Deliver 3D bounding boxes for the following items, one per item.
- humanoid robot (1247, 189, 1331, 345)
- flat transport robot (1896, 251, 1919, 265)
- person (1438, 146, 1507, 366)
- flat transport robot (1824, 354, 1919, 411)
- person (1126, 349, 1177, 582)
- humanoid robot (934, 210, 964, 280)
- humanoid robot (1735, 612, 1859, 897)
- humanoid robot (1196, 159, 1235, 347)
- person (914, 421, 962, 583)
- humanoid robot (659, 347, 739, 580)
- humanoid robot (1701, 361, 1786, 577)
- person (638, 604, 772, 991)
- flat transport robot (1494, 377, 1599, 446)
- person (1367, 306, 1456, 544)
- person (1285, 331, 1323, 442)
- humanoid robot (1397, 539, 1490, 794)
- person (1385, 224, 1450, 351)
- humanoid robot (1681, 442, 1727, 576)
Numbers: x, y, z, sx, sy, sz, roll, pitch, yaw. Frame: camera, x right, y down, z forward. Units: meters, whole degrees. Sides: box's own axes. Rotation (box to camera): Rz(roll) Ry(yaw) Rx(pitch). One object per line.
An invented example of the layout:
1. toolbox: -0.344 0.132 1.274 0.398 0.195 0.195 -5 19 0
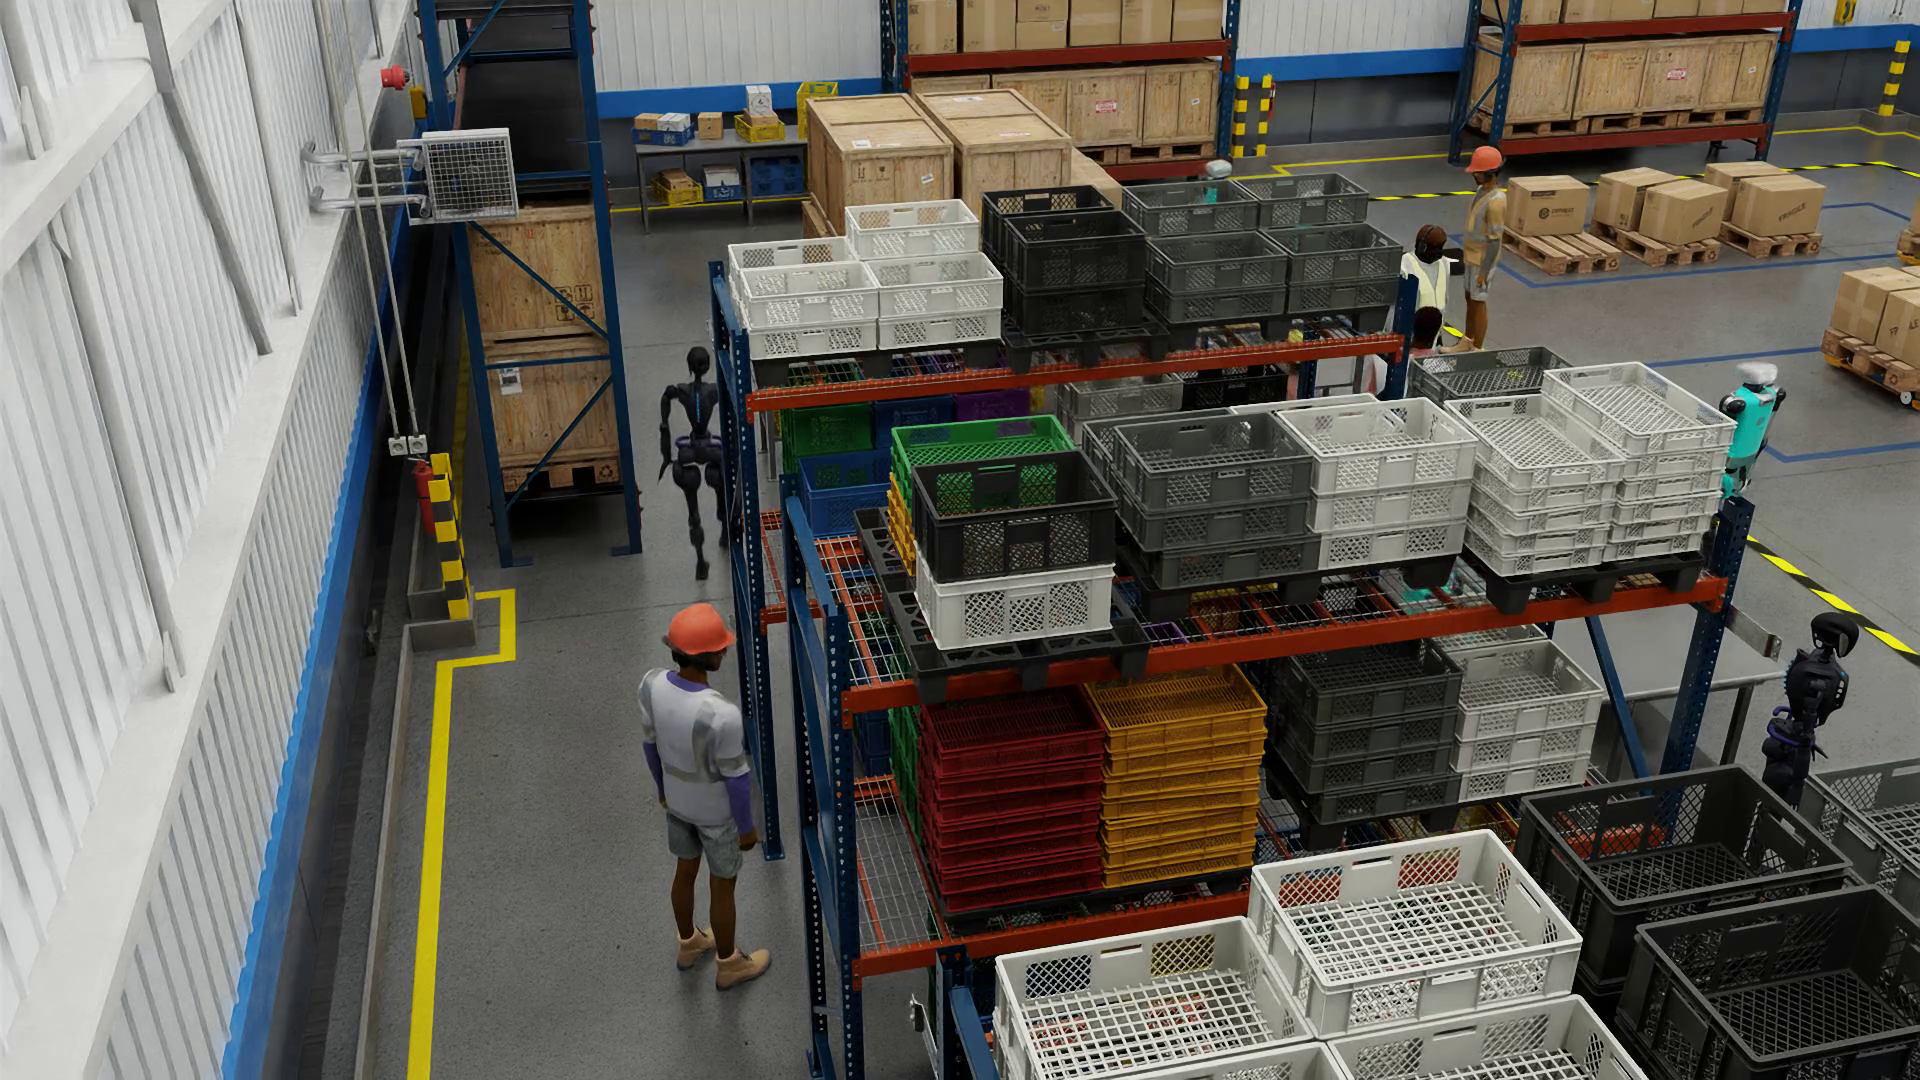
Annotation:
1. humanoid robot: 2.853 -2.153 14.584 0.824 1.804 0.543 -7 29 -14
2. flat transport robot: 10.634 -2.864 17.450 0.652 0.197 1.431 -6 28 -12
3. person: 4.640 -2.528 14.955 0.397 2.032 0.604 2 28 3
4. flat transport robot: 8.473 -1.467 14.800 0.652 0.197 1.431 -6 28 -12
5. person: 1.341 -0.523 11.336 0.516 1.856 0.544 -13 30 -23
6. humanoid robot: 0.194 -1.984 14.280 0.901 1.801 0.555 -11 30 -20
7. humanoid robot: 4.243 1.091 8.449 0.315 1.657 0.599 15 31 26
8. humanoid robot: 2.174 -2.554 15.364 0.745 1.839 0.546 -13 30 -23
9. person: -0.134 -0.061 10.498 0.674 1.817 0.536 -4 28 -7
10. humanoid robot: -1.830 -0.593 11.688 0.594 1.636 0.708 -3 28 -6
11. humanoid robot: 5.015 -0.483 11.244 0.533 1.677 0.735 -15 31 -26
12. person: -1.193 1.210 7.852 0.611 2.039 0.390 20 34 32
13. flat transport robot: 4.780 -1.036 14.013 0.659 0.231 1.431 -6 28 -12
14. person: 3.125 -0.736 11.695 0.637 1.899 0.575 13 30 23
15. person: 2.340 -0.686 11.781 0.555 1.735 0.566 18 33 31
16. humanoid robot: 2.669 0.768 8.999 0.979 1.728 0.530 -3 28 -6
17. person: 3.712 -1.681 13.562 0.629 1.835 0.429 -15 31 -26
18. humanoid robot: 4.396 0.151 10.247 0.610 1.645 0.360 -9 29 -17
